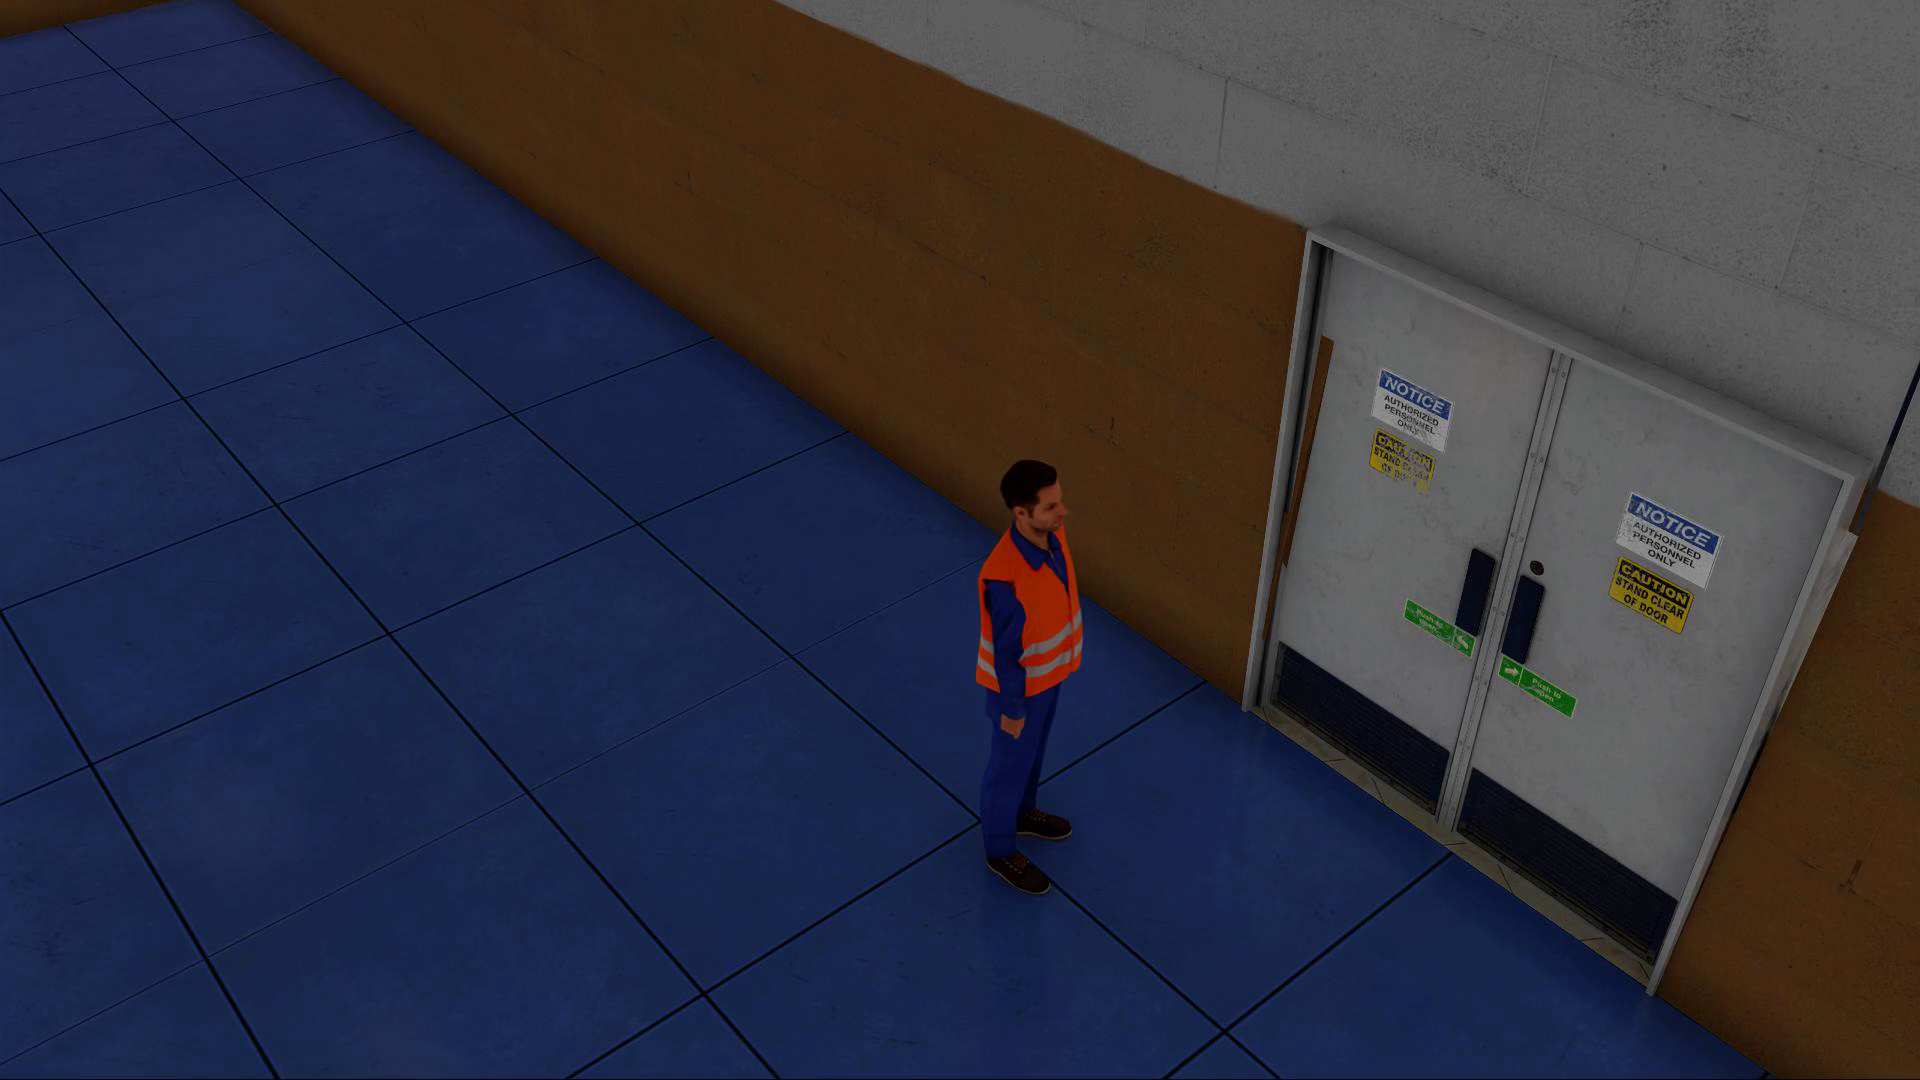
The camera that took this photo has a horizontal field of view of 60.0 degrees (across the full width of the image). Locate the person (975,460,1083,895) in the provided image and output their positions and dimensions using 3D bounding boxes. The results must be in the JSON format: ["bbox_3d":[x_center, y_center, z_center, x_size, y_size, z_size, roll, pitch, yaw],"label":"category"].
[{"bbox_3d":[0.242,0.486,6.073,0.837,1.864,0.718,13,39,17],"label":"person"}]
